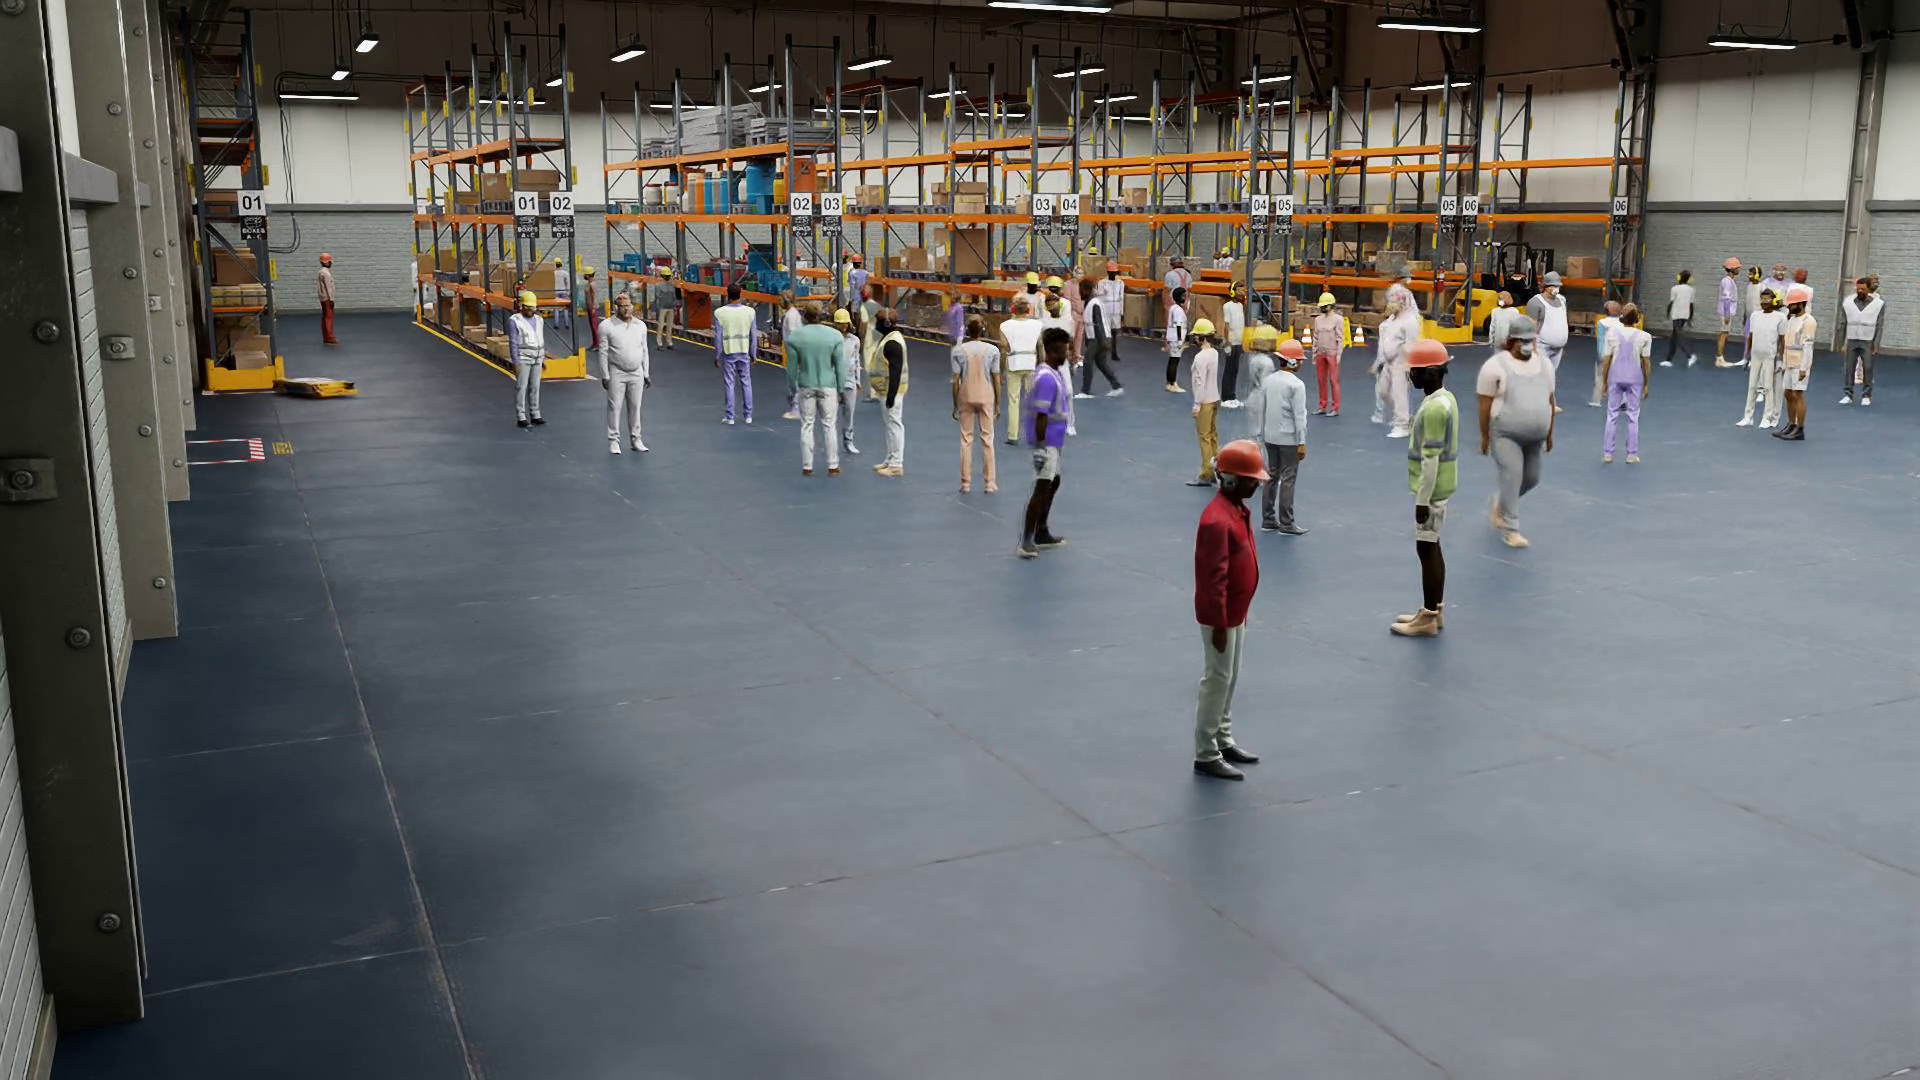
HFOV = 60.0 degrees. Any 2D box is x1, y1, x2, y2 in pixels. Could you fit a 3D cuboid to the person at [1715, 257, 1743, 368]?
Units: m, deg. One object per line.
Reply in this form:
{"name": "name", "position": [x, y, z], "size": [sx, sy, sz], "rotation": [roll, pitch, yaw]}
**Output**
{"name": "person", "position": [14.374, -4.251, 31.113], "size": [0.357, 2.047, 0.614], "rotation": [5, 12, 25]}

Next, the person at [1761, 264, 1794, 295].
{"name": "person", "position": [15.865, -4.415, 32.352], "size": [0.642, 1.899, 0.397], "rotation": [2, 11, 12]}

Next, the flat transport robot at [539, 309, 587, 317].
{"name": "flat transport robot", "position": [-11.184, -6.354, 46.333], "size": [1.431, 0.197, 0.652], "rotation": [-9, 14, -39]}

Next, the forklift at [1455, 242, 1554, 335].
{"name": "forklift", "position": [13.047, -6.049, 39.881], "size": [2.313, 2.155, 1.214], "rotation": [-5, 12, -23]}

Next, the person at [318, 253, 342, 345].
{"name": "person", "position": [-13.840, -5.269, 36.423], "size": [0.381, 1.995, 0.612], "rotation": [-8, 14, -35]}

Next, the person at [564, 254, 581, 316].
{"name": "person", "position": [-10.834, -7.122, 46.486], "size": [0.485, 1.730, 0.579], "rotation": [0, 11, 0]}

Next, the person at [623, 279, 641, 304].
{"name": "person", "position": [-9.159, -7.043, 46.519], "size": [0.881, 1.600, 0.540], "rotation": [4, 12, 21]}

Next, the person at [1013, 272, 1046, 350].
{"name": "person", "position": [1.201, -3.477, 27.546], "size": [0.604, 1.901, 0.638], "rotation": [-6, 12, -27]}

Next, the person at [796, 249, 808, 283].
{"name": "person", "position": [-5.076, -8.282, 52.392], "size": [0.575, 1.739, 0.348], "rotation": [-2, 11, -11]}

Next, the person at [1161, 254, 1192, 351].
{"name": "person", "position": [4.475, -4.953, 34.703], "size": [0.684, 2.000, 0.535], "rotation": [-8, 14, -37]}

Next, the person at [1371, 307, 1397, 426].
{"name": "person", "position": [5.883, -2.411, 22.639], "size": [0.505, 1.693, 0.754], "rotation": [-2, 11, -11]}

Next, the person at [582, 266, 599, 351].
{"name": "person", "position": [-7.716, -4.827, 34.765], "size": [0.325, 1.767, 0.533], "rotation": [-5, 12, -22]}

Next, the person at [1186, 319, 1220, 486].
{"name": "person", "position": [2.573, -1.451, 17.603], "size": [0.328, 1.769, 0.526], "rotation": [6, 13, 27]}

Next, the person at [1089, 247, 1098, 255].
{"name": "person", "position": [3.686, -7.242, 46.657], "size": [0.391, 1.918, 0.581], "rotation": [0, 11, 2]}

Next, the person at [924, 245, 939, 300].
{"name": "person", "position": [-0.989, -8.394, 52.665], "size": [0.997, 1.851, 0.677], "rotation": [-10, 15, -41]}

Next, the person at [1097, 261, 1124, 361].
{"name": "person", "position": [2.951, -4.450, 32.409], "size": [0.552, 1.935, 0.370], "rotation": [-3, 12, -16]}

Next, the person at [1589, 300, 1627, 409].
{"name": "person", "position": [9.633, -2.720, 24.485], "size": [0.542, 1.600, 0.778], "rotation": [-3, 11, -13]}

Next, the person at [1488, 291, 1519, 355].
{"name": "person", "position": [8.828, -3.226, 27.009], "size": [0.316, 1.621, 0.514], "rotation": [-9, 14, -39]}

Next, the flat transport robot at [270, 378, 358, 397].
{"name": "flat transport robot", "position": [-10.282, -2.441, 26.446], "size": [1.431, 0.197, 0.652], "rotation": [8, 14, 36]}

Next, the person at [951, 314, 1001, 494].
{"name": "person", "position": [0.166, -1.388, 17.081], "size": [0.506, 1.847, 0.343], "rotation": [0, 11, 2]}

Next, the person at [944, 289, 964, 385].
{"name": "person", "position": [-0.100, -3.431, 28.071], "size": [0.328, 1.610, 0.629], "rotation": [-3, 12, -16]}

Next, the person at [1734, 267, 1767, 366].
{"name": "person", "position": [14.914, -4.190, 31.278], "size": [0.332, 1.864, 0.514], "rotation": [-3, 11, -13]}

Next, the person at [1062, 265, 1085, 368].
{"name": "person", "position": [2.192, -4.175, 31.109], "size": [0.406, 1.902, 0.638], "rotation": [9, 14, 38]}

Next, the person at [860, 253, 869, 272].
{"name": "person", "position": [-3.005, -8.172, 52.119], "size": [0.318, 1.631, 0.514], "rotation": [-1, 11, -7]}

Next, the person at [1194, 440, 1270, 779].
{"name": "person", "position": [1.387, 0.351, 8.515], "size": [0.355, 1.740, 0.573], "rotation": [4, 12, 21]}

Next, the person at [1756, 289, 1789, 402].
{"name": "person", "position": [12.377, -2.957, 25.355], "size": [0.487, 1.728, 0.322], "rotation": [5, 12, 24]}

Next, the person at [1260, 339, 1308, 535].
{"name": "person", "position": [2.939, -0.926, 14.970], "size": [0.336, 1.749, 0.575], "rotation": [-5, 12, -26]}

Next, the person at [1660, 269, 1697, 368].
{"name": "person", "position": [13.490, -4.127, 31.041], "size": [0.532, 1.832, 0.853], "rotation": [-4, 12, -19]}

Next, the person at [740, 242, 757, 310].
{"name": "person", "position": [-6.275, -7.846, 49.435], "size": [0.613, 2.033, 0.412], "rotation": [3, 12, 16]}

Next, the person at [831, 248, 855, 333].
{"name": "person", "position": [-2.786, -5.970, 39.893], "size": [0.630, 2.037, 0.413], "rotation": [2, 11, 8]}

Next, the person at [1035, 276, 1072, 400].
{"name": "person", "position": [1.441, -3.081, 25.546], "size": [0.585, 1.909, 0.473], "rotation": [4, 12, 20]}

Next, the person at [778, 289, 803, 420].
{"name": "person", "position": [-2.352, -2.596, 23.284], "size": [0.369, 1.828, 0.512], "rotation": [-1, 11, -4]}

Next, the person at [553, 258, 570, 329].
{"name": "person", "position": [-10.004, -6.151, 41.493], "size": [0.534, 1.767, 0.320], "rotation": [-5, 12, -24]}

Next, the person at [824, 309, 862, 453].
{"name": "person", "position": [-1.403, -1.889, 19.887], "size": [0.493, 1.742, 0.322], "rotation": [-6, 13, -28]}
